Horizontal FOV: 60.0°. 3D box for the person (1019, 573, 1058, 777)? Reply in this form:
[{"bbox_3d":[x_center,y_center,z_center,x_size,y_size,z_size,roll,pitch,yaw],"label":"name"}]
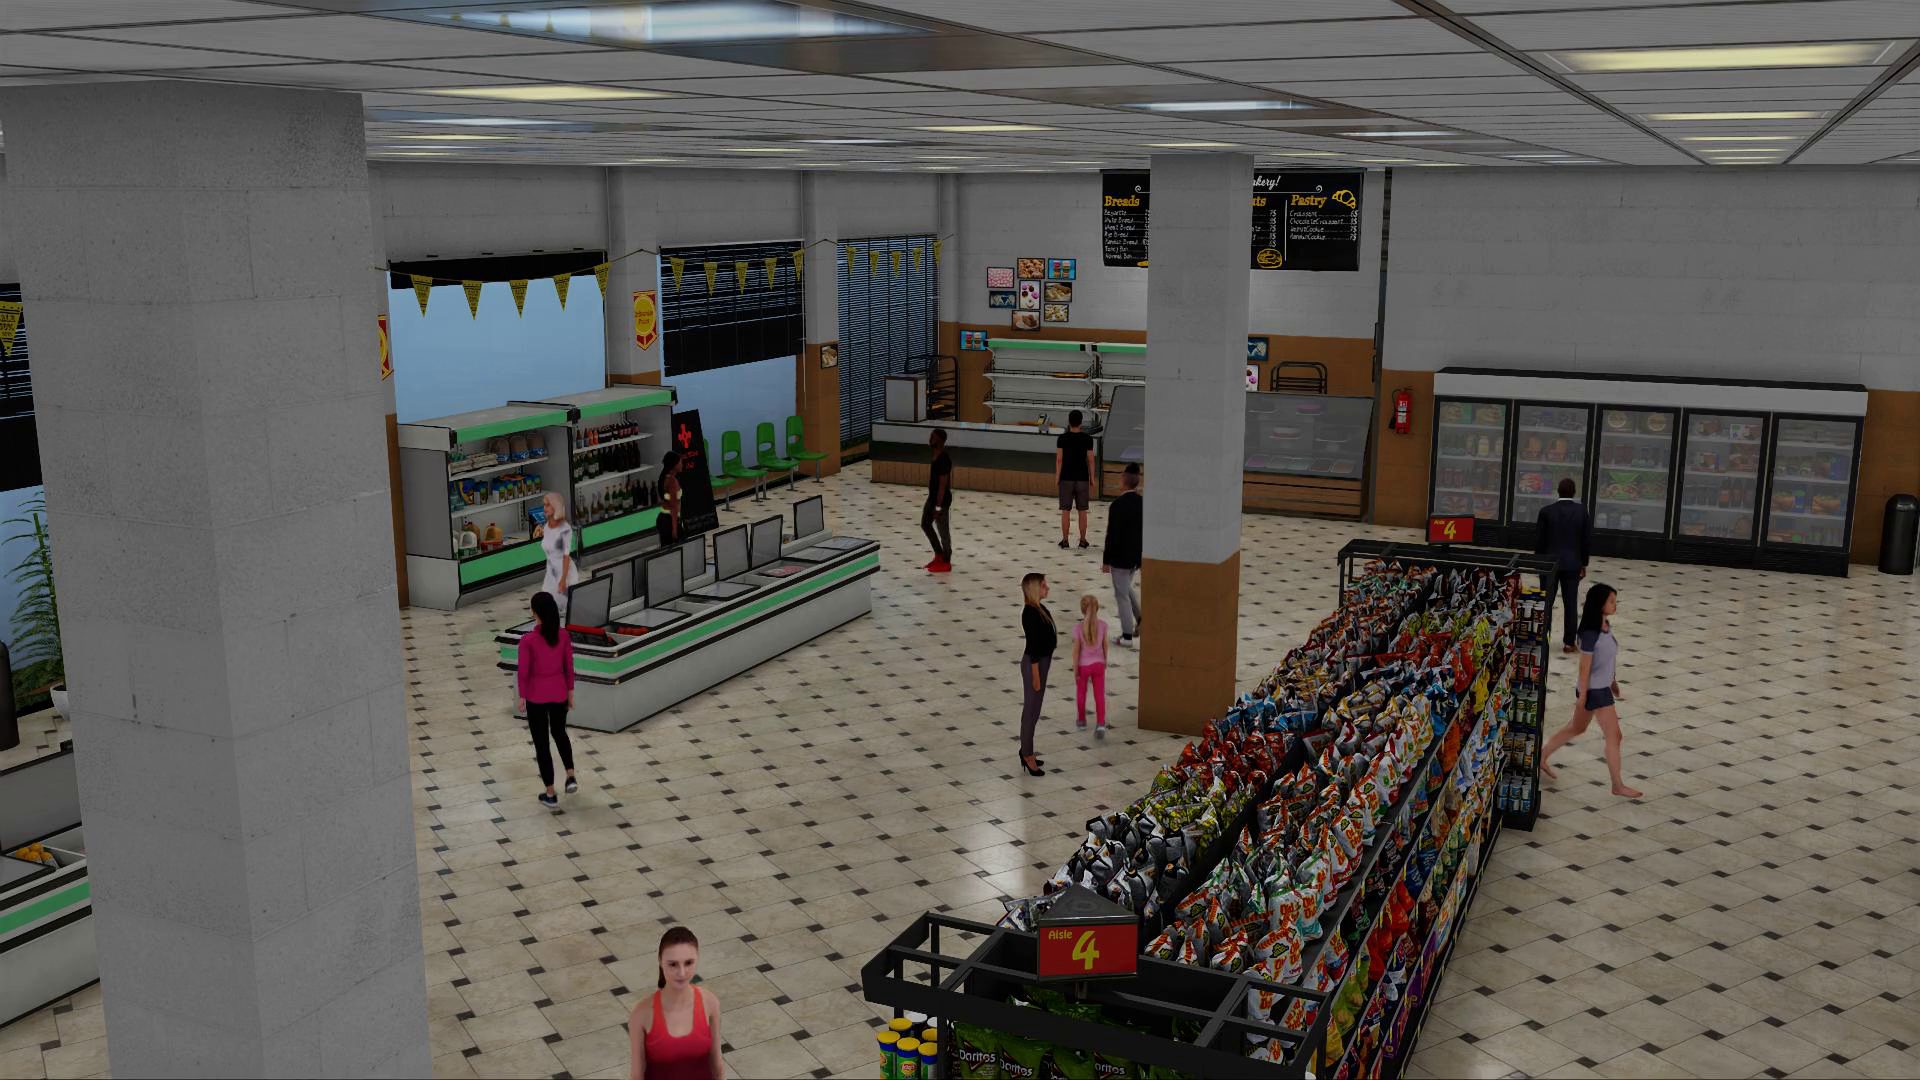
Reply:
[{"bbox_3d":[0.601,1.078,13.571,0.731,1.671,0.591,1,12,4],"label":"person"}]

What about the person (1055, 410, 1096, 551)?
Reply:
[{"bbox_3d":[1.509,-0.807,22.060,0.770,1.861,0.732,0,12,1],"label":"person"}]

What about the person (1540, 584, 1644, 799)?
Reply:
[{"bbox_3d":[4.928,1.169,13.140,0.739,1.669,1.062,7,14,30],"label":"person"}]

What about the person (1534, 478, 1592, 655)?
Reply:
[{"bbox_3d":[6.176,0.260,17.086,0.727,1.824,0.647,3,12,16],"label":"person"}]

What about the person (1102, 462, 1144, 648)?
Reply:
[{"bbox_3d":[1.801,0.170,17.226,0.857,1.942,0.735,11,16,41],"label":"person"}]

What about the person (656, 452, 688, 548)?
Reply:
[{"bbox_3d":[-3.440,-0.141,19.194,0.751,1.740,0.703,-7,14,-30],"label":"person"}]

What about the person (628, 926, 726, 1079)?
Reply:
[{"bbox_3d":[-1.198,2.422,7.014,0.769,1.742,0.828,-4,13,-20],"label":"person"}]

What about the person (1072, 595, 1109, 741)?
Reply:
[{"bbox_3d":[1.161,1.102,14.452,0.743,1.260,0.922,-1,12,-4],"label":"person"}]

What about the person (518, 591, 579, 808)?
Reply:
[{"bbox_3d":[-3.126,1.242,12.747,0.686,1.690,0.753,-10,16,-40],"label":"person"}]

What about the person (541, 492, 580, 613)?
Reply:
[{"bbox_3d":[-3.959,0.384,16.781,0.706,1.706,1.075,8,14,33],"label":"person"}]

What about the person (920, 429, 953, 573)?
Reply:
[{"bbox_3d":[-0.167,-0.487,20.694,0.830,1.798,0.749,-3,12,-13],"label":"person"}]
